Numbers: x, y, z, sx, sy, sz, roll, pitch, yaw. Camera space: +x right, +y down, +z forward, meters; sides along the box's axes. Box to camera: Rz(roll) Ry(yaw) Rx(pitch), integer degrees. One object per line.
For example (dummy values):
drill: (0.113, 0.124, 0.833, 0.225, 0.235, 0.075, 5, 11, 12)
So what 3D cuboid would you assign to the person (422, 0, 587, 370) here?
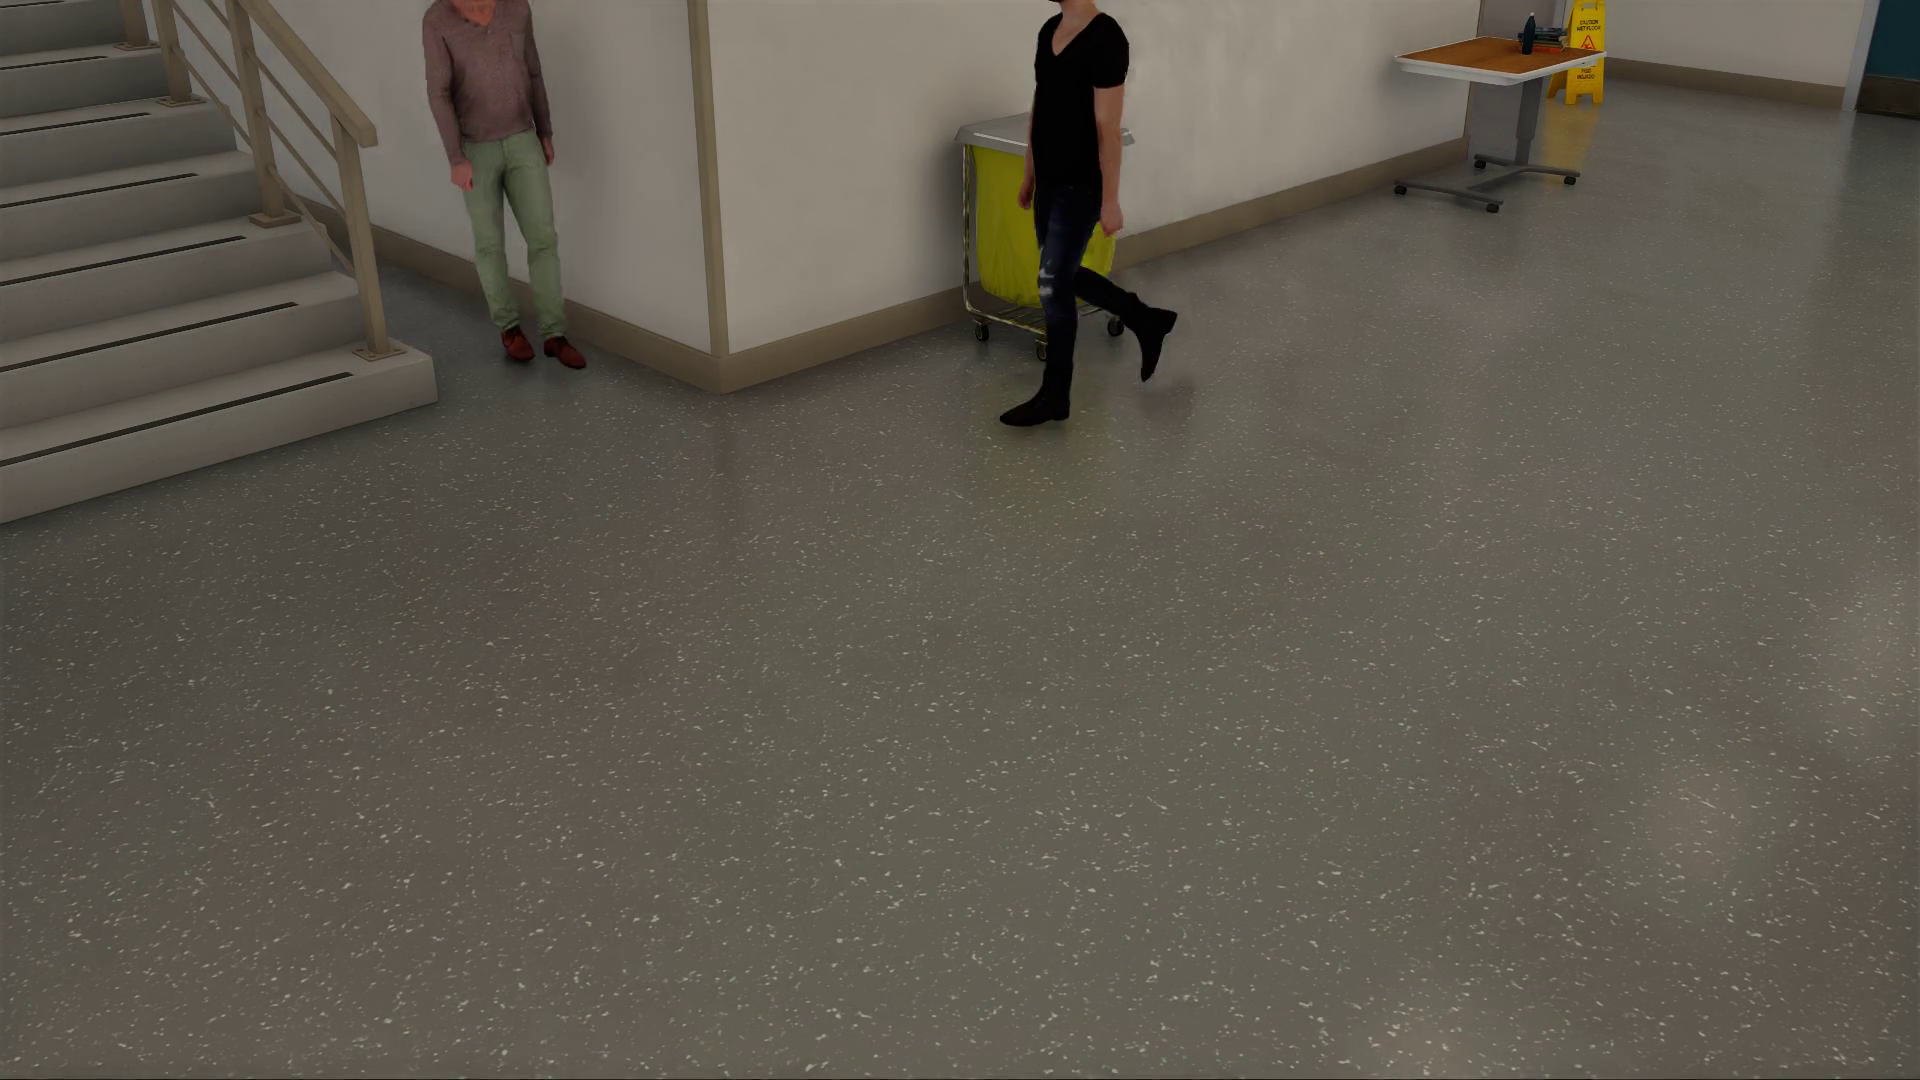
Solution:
person: (-2.004, -1.651, 7.051, 0.809, 1.834, 0.934, -17, 31, -32)

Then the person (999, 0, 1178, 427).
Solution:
person: (0.516, -1.378, 6.446, 0.981, 1.867, 1.115, -12, 28, -23)
